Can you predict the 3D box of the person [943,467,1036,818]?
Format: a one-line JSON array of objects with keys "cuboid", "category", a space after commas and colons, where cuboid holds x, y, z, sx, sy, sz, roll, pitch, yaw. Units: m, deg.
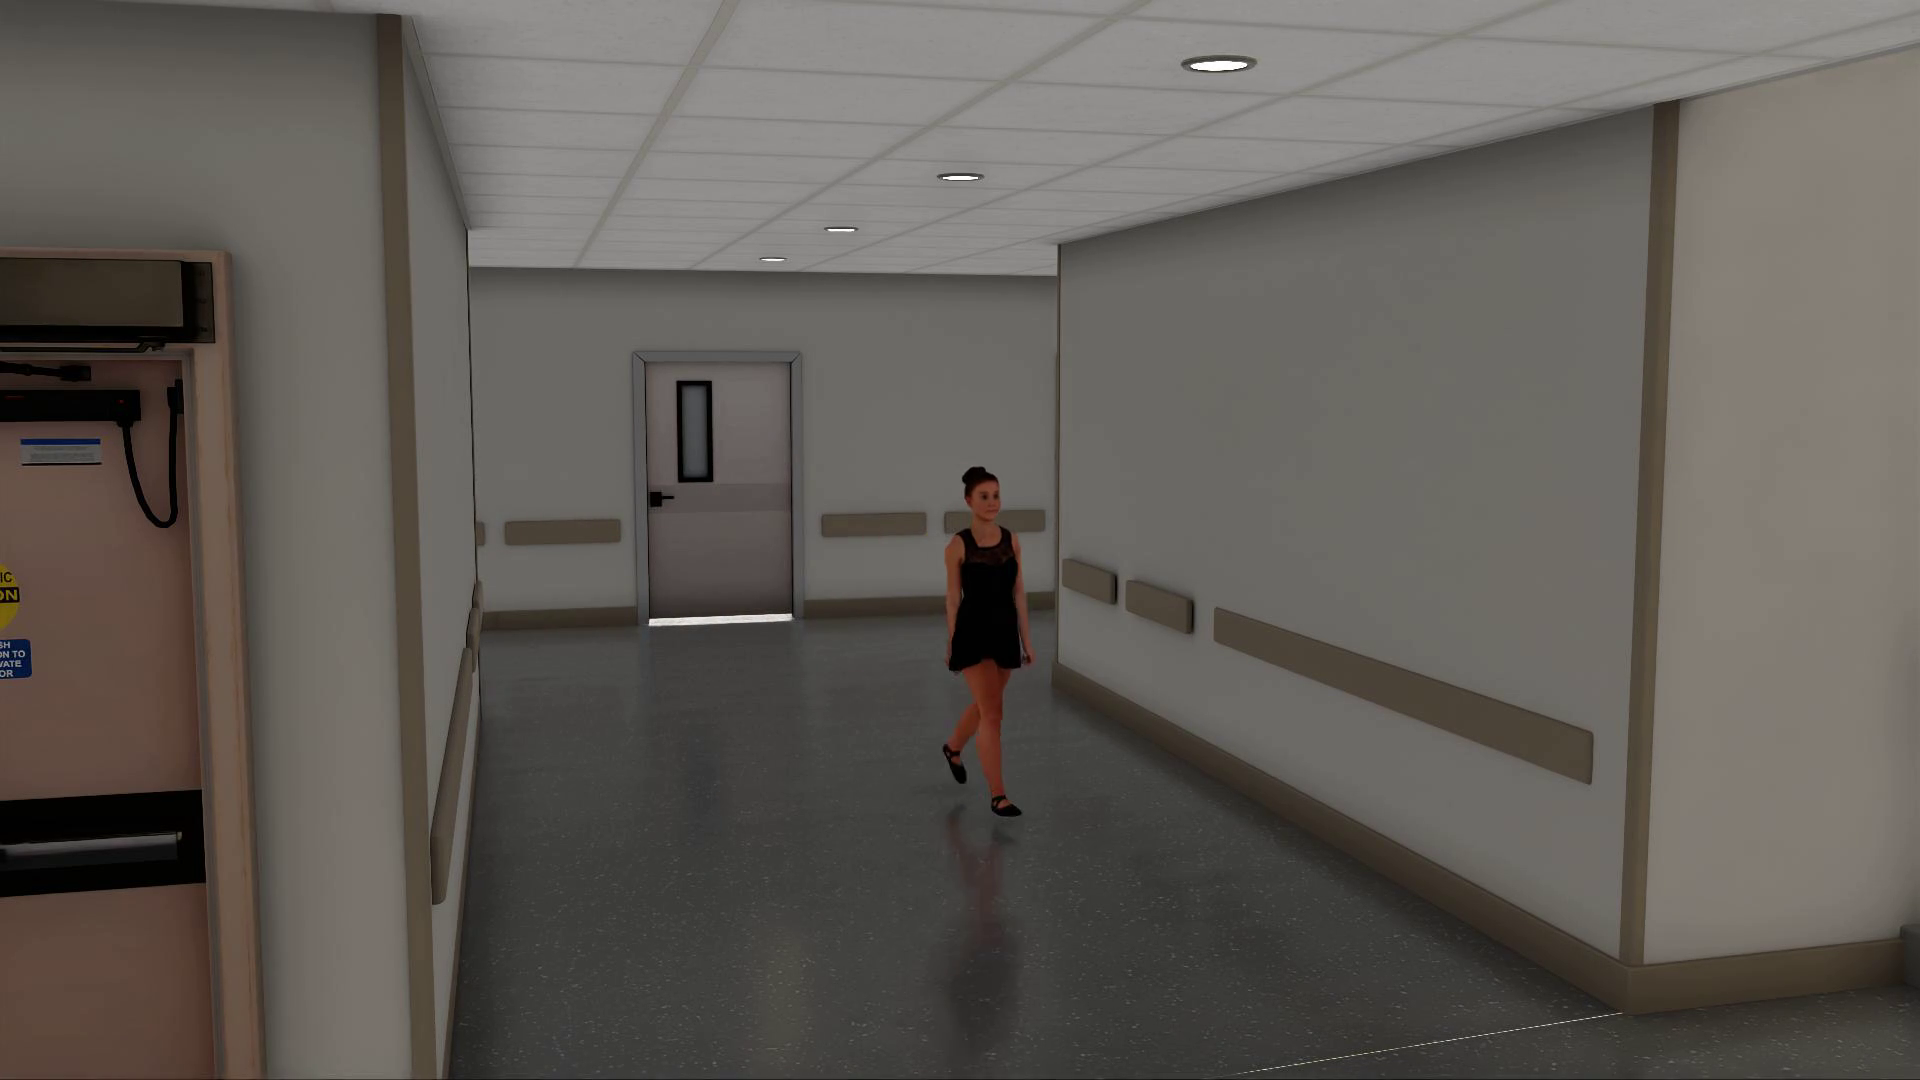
[{"cuboid": [0.096, 0.493, 8.166, 1.097, 1.640, 0.860, -4, 7, -32], "category": "person"}]
